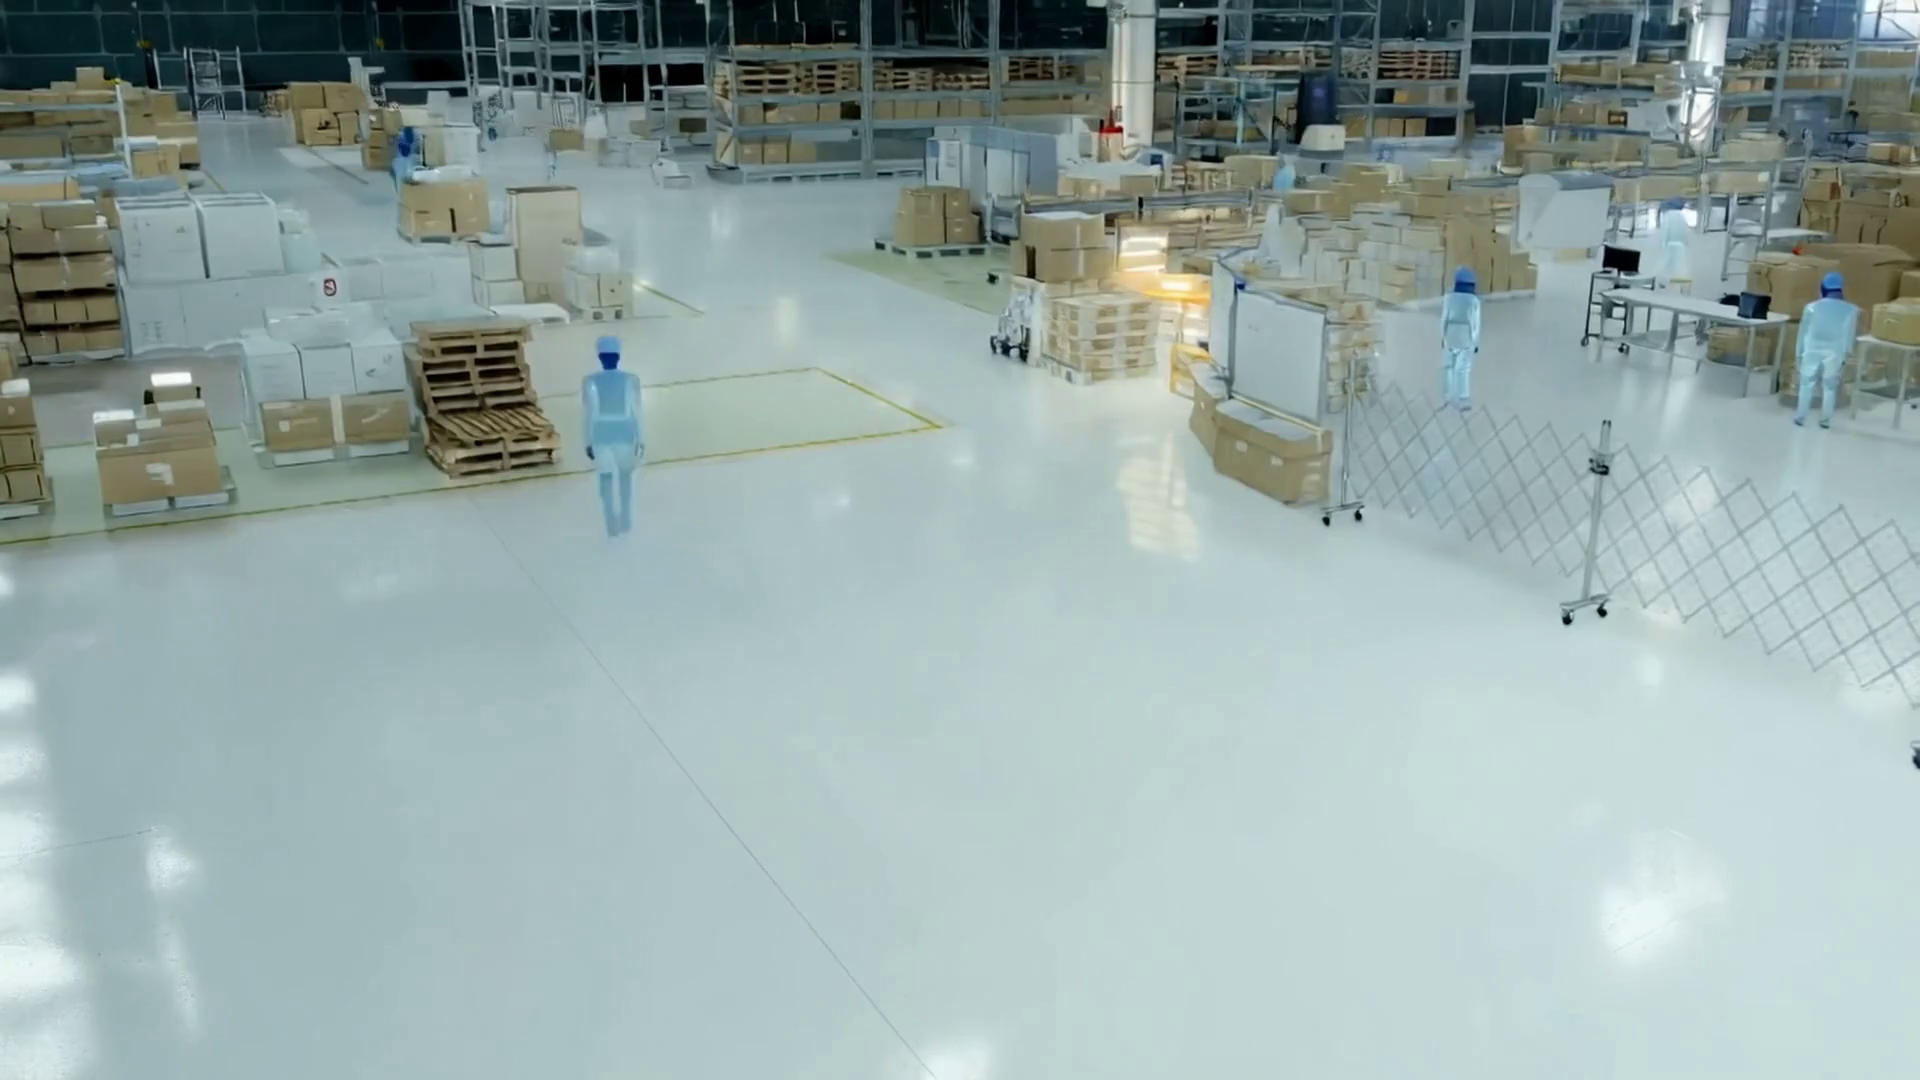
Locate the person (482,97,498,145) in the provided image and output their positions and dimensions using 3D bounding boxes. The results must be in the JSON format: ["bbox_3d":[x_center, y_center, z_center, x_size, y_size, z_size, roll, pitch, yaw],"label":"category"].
[{"bbox_3d":[-16.730,-14.920,59.269,0.548,1.684,0.410,-13,22,-35],"label":"person"}]

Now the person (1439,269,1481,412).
[{"bbox_3d":[6.086,-2.428,20.238,0.486,1.744,0.294,13,22,35],"label":"person"}]

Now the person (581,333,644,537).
[{"bbox_3d":[-3.189,-0.939,15.330,0.543,1.912,0.665,-4,18,-11],"label":"person"}]

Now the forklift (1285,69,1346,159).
[{"bbox_3d":[11.615,-13.871,54.079,1.129,2.768,1.873,-9,20,-27],"label":"forklift"}]

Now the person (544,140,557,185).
[{"bbox_3d":[-10.094,-9.040,41.016,0.307,1.641,0.515,-1,18,-2],"label":"person"}]

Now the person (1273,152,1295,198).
[{"bbox_3d":[6.614,-7.113,34.641,0.919,1.870,0.651,-7,19,-22],"label":"person"}]

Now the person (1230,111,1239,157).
[{"bbox_3d":[8.448,-12.242,50.873,0.543,1.713,0.931,7,19,20],"label":"person"}]

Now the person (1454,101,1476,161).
[{"bbox_3d":[16.176,-13.045,53.096,0.532,1.889,0.670,-6,19,-18],"label":"person"}]

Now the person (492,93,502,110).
[{"bbox_3d":[-17.910,-16.446,64.169,0.836,1.603,0.504,-12,21,-33],"label":"person"}]

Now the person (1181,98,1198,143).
[{"bbox_3d":[7.773,-13.993,56.057,0.555,1.893,0.986,-12,21,-34],"label":"person"}]

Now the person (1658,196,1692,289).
[{"bbox_3d":[12.560,-5.220,29.174,0.857,1.592,0.497,-12,21,-33],"label":"person"}]

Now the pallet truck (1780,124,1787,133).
[{"bbox_3d":[25.206,-12.542,52.601,1.601,1.201,0.680,0,18,-2],"label":"pallet truck"}]

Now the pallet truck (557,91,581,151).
[{"bbox_3d":[-13.495,-14.412,57.188,0.823,1.965,1.885,-3,18,-9],"label":"pallet truck"}]

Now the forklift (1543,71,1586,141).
[{"bbox_3d":[18.685,-13.231,52.085,1.873,2.768,1.129,-9,20,-26],"label":"forklift"}]

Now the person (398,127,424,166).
[{"bbox_3d":[-13.679,-9.344,41.524,0.587,1.914,0.390,-9,20,-25],"label":"person"}]

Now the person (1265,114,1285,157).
[{"bbox_3d":[8.640,-10.565,45.208,1.046,1.996,0.605,-7,19,-20],"label":"person"}]

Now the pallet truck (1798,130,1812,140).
[{"bbox_3d":[25.526,-11.556,49.408,1.630,1.274,0.653,-9,20,-26],"label":"pallet truck"}]

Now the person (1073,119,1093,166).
[{"bbox_3d":[3.550,-11.333,48.142,0.551,1.654,0.873,11,21,31],"label":"person"}]

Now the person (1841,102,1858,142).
[{"bbox_3d":[29.021,-13.359,54.231,0.600,1.804,0.826,-7,19,-21],"label":"person"}]

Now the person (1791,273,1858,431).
[{"bbox_3d":[10.045,-2.182,19.346,0.595,1.824,0.404,6,19,17],"label":"person"}]

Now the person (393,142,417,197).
[{"bbox_3d":[-12.047,-7.714,36.374,0.624,1.949,0.407,10,21,29],"label":"person"}]

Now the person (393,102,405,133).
[{"bbox_3d":[-19.013,-13.973,56.306,0.318,1.697,0.535,11,21,32],"label":"person"}]

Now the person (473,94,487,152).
[{"bbox_3d":[-16.308,-14.154,56.505,0.388,1.930,0.540,0,18,-1],"label":"person"}]

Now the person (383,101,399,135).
[{"bbox_3d":[-18.174,-13.048,53.113,0.800,1.912,0.348,11,21,31],"label":"person"}]

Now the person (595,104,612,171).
[{"bbox_3d":[-10.691,-12.110,50.066,0.736,1.959,0.634,4,18,11],"label":"person"}]

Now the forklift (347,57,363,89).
[{"bbox_3d":[-24.244,-17.999,66.949,1.873,2.768,1.129,-4,18,-11],"label":"forklift"}]
